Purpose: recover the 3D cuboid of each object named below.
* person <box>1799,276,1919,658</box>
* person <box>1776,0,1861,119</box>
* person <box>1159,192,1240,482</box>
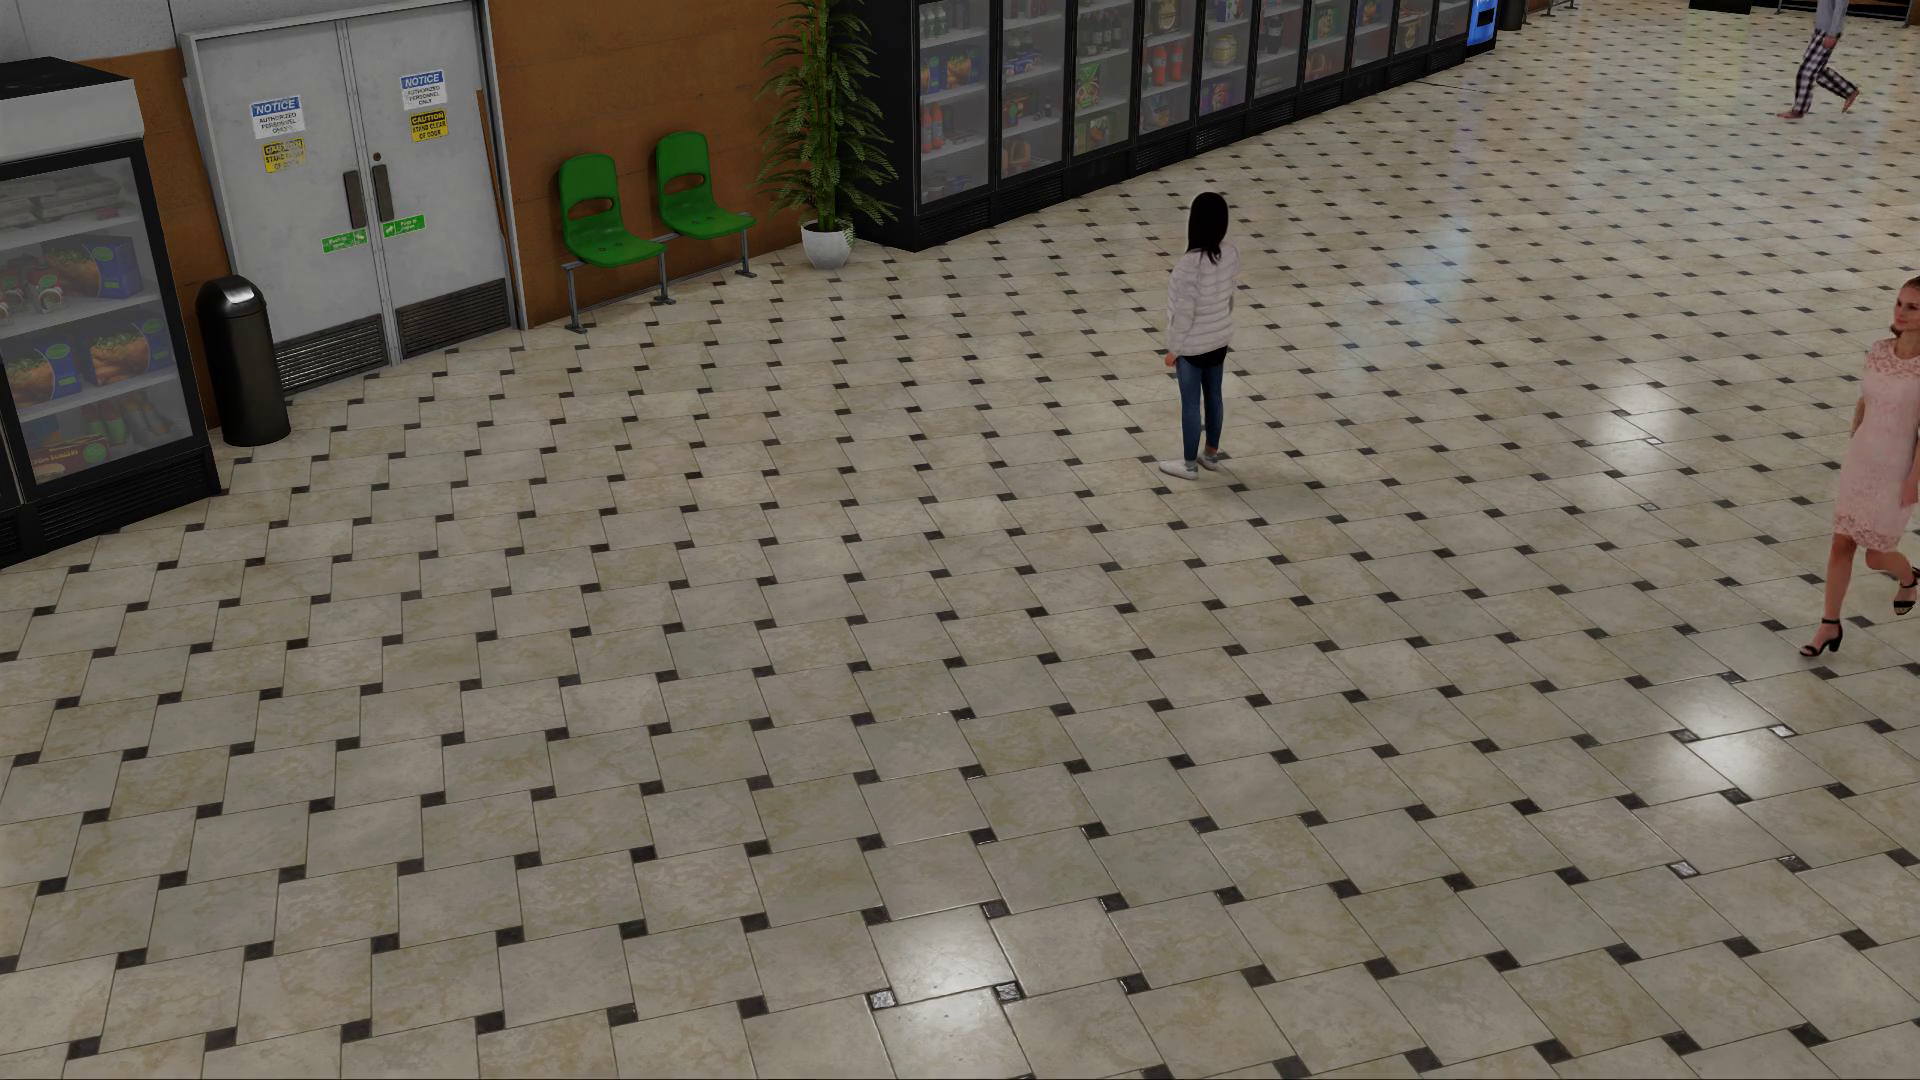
[{"bbox_3d":[4.195,-0.300,7.446,0.876,1.816,0.924,-11,29,-21],"label":"person"},{"bbox_3d":[9.068,-5.259,17.215,1.094,1.825,0.893,7,28,13],"label":"person"},{"bbox_3d":[1.352,-1.135,9.289,0.649,1.638,0.594,-21,34,-36],"label":"person"}]
